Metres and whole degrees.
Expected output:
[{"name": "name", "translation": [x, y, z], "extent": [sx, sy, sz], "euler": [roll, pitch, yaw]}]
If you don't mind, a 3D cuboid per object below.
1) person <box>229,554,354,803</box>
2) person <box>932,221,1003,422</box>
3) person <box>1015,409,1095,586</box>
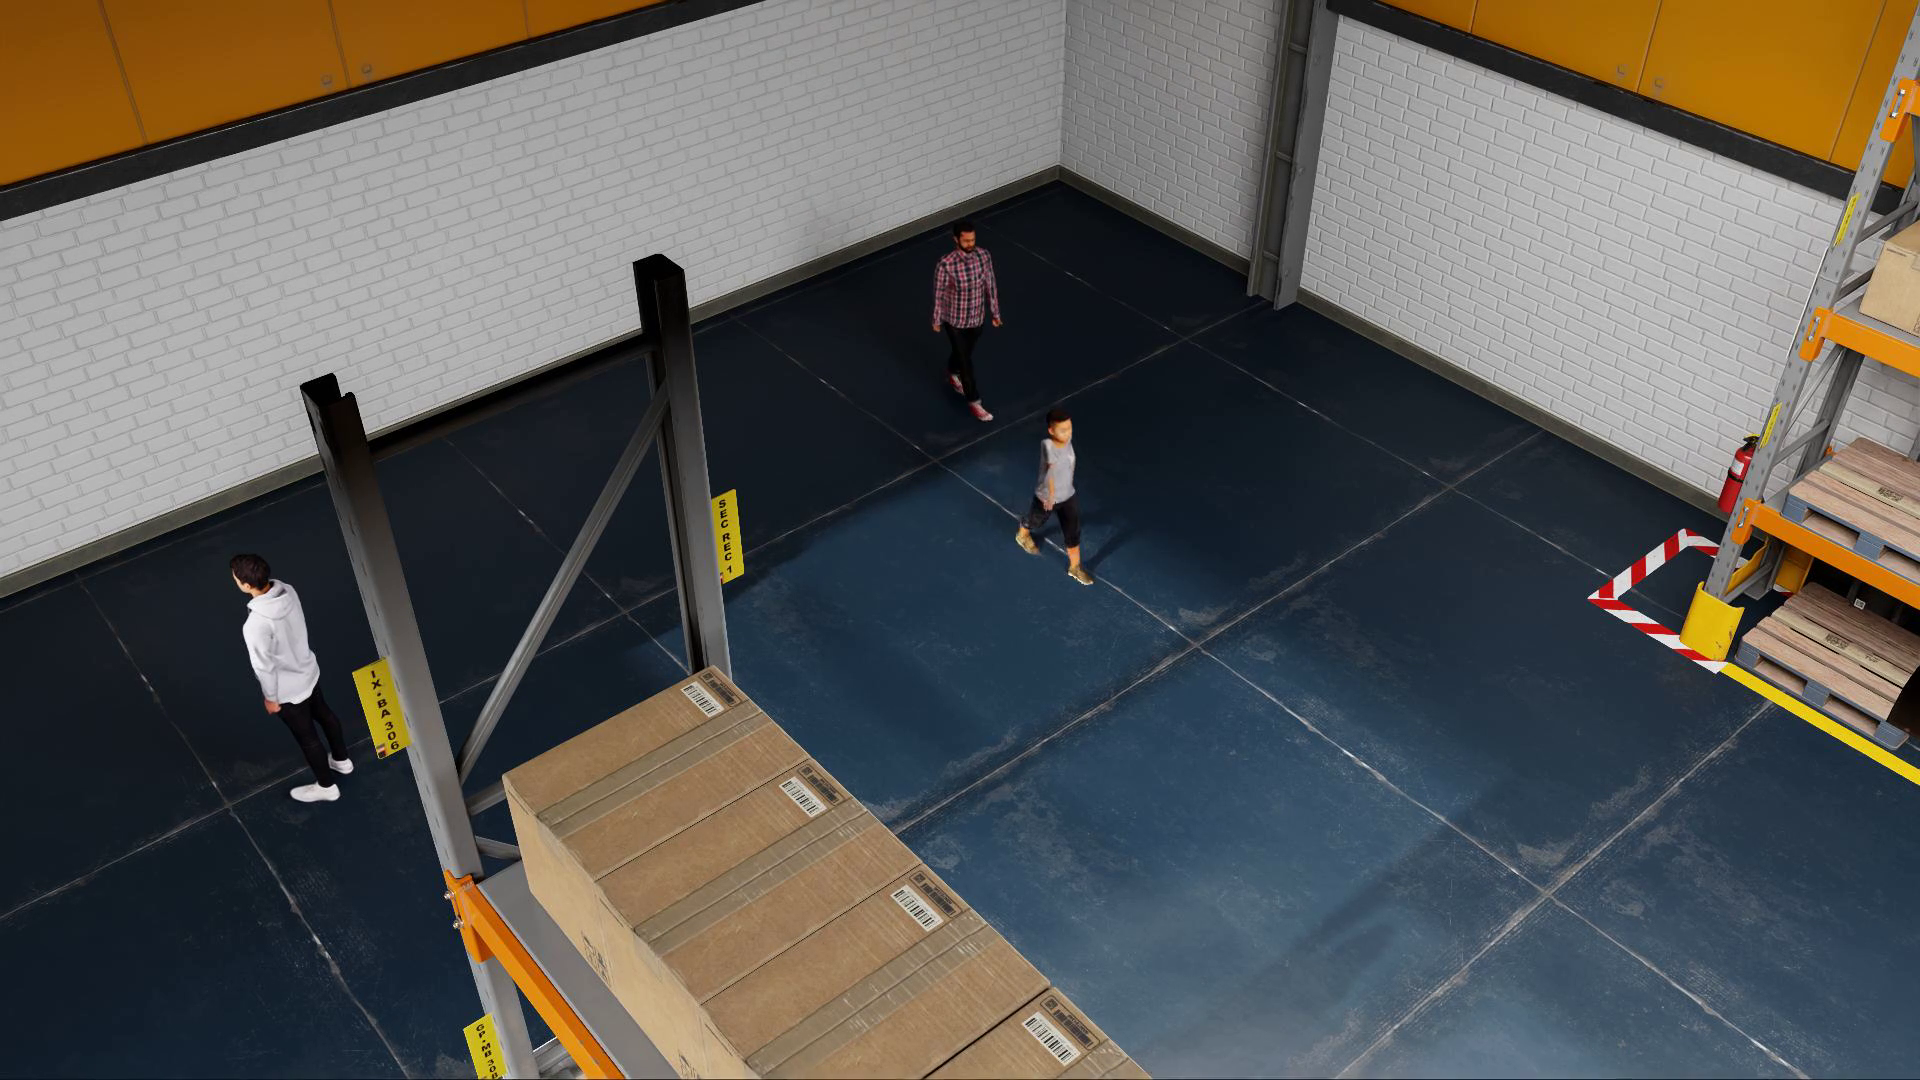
[{"name": "person", "translation": [-4.197, 0.850, 10.475], "extent": [0.820, 1.926, 0.749], "euler": [1, 39, 2]}, {"name": "person", "translation": [0.006, -1.926, 14.118], "extent": [0.803, 1.718, 1.116], "euler": [-22, 43, -25]}, {"name": "person", "translation": [0.655, -0.426, 12.477], "extent": [0.601, 1.422, 1.004], "euler": [-31, 48, -32]}]
